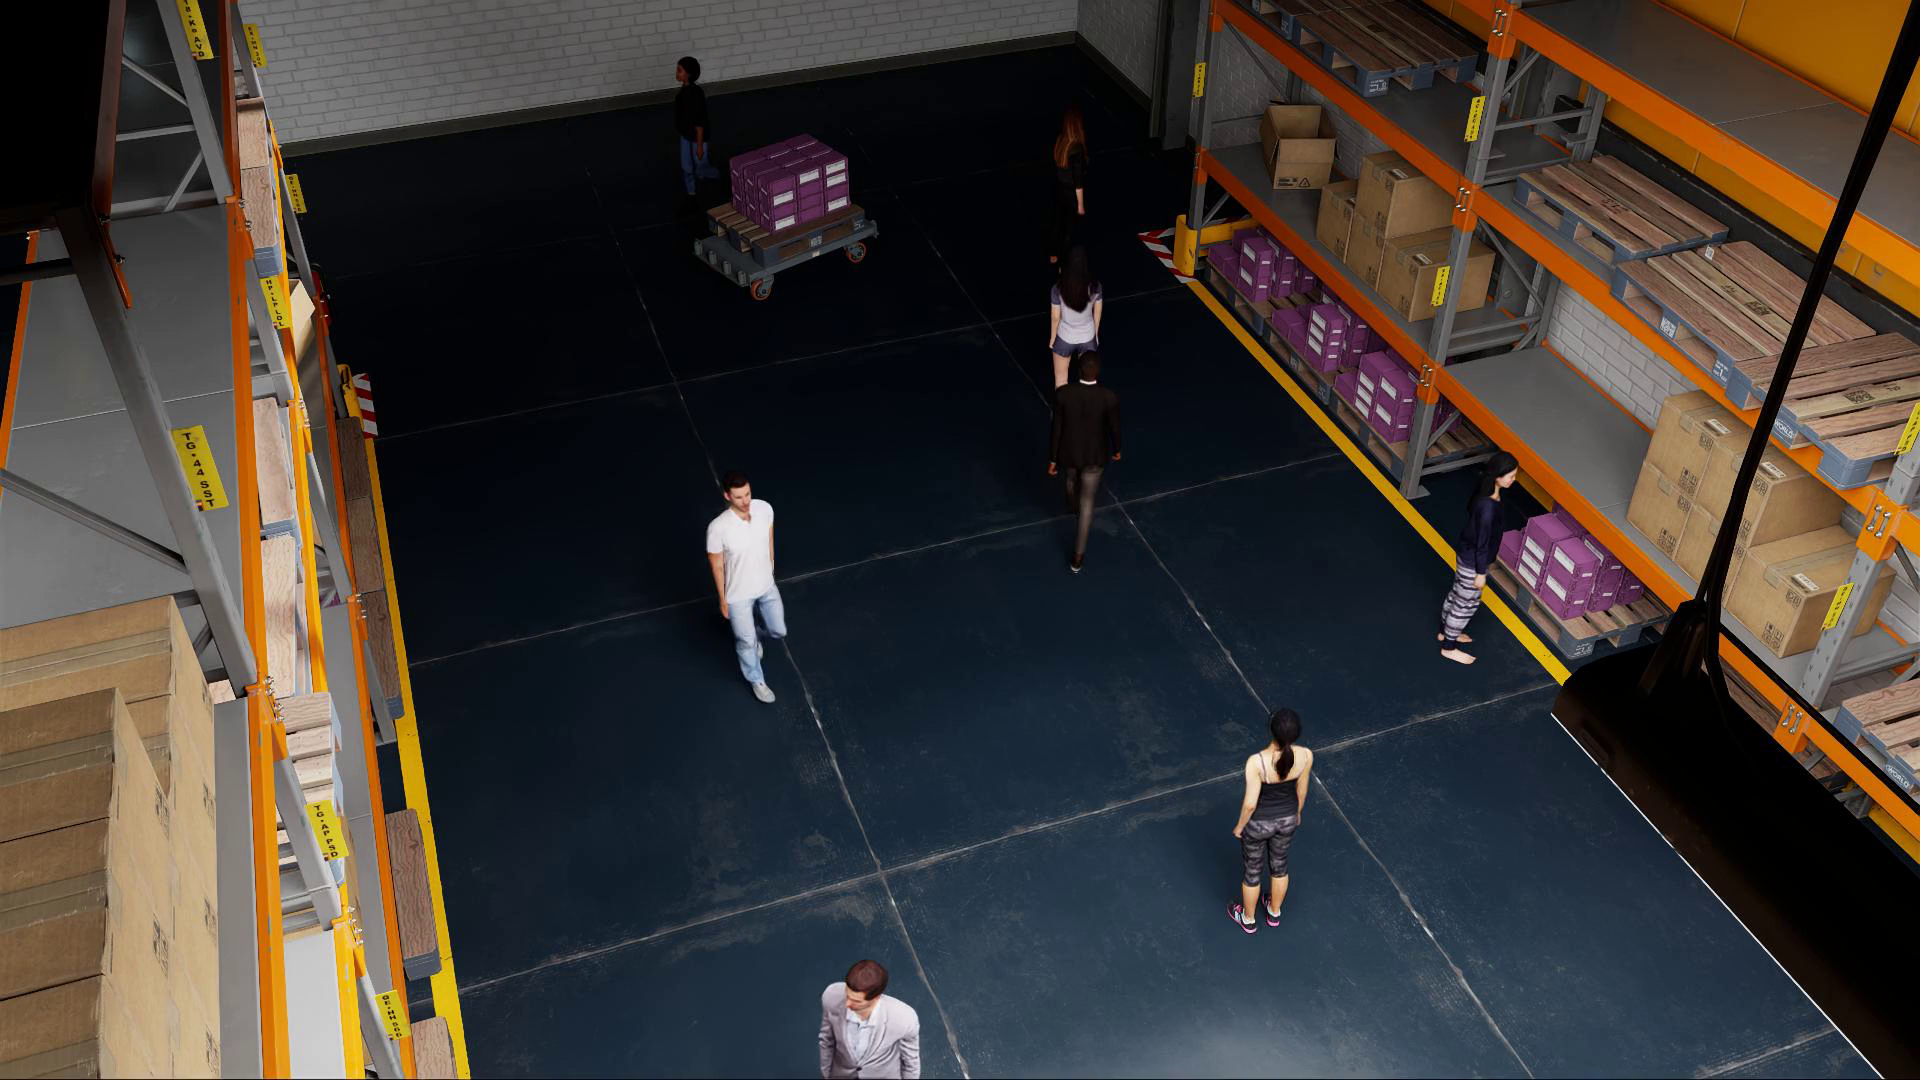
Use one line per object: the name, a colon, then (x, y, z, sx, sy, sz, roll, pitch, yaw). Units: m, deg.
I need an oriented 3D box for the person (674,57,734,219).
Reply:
person: (-2.631, -4.097, 16.943, 0.822, 1.682, 0.937, -26, 45, -29)

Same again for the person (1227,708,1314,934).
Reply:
person: (1.809, 1.644, 9.716, 0.589, 1.728, 0.551, -9, 40, -11)

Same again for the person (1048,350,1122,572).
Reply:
person: (0.921, -0.565, 12.467, 1.056, 1.748, 1.286, 5, 39, 6)

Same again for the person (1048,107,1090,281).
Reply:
person: (1.018, -3.332, 15.961, 0.674, 1.711, 0.500, -17, 42, -21)

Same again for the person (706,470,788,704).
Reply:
person: (-1.479, 0.272, 11.339, 0.805, 1.848, 0.944, -24, 44, -27)

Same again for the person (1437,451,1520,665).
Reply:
person: (3.601, 0.104, 11.642, 0.743, 1.732, 0.626, 7, 39, 9)

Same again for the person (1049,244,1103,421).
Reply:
person: (0.956, -1.705, 13.929, 0.628, 1.706, 0.579, -6, 39, -8)

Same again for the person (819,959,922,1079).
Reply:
person: (-0.444, 2.677, 8.327, 0.766, 1.848, 0.808, 13, 40, 16)
